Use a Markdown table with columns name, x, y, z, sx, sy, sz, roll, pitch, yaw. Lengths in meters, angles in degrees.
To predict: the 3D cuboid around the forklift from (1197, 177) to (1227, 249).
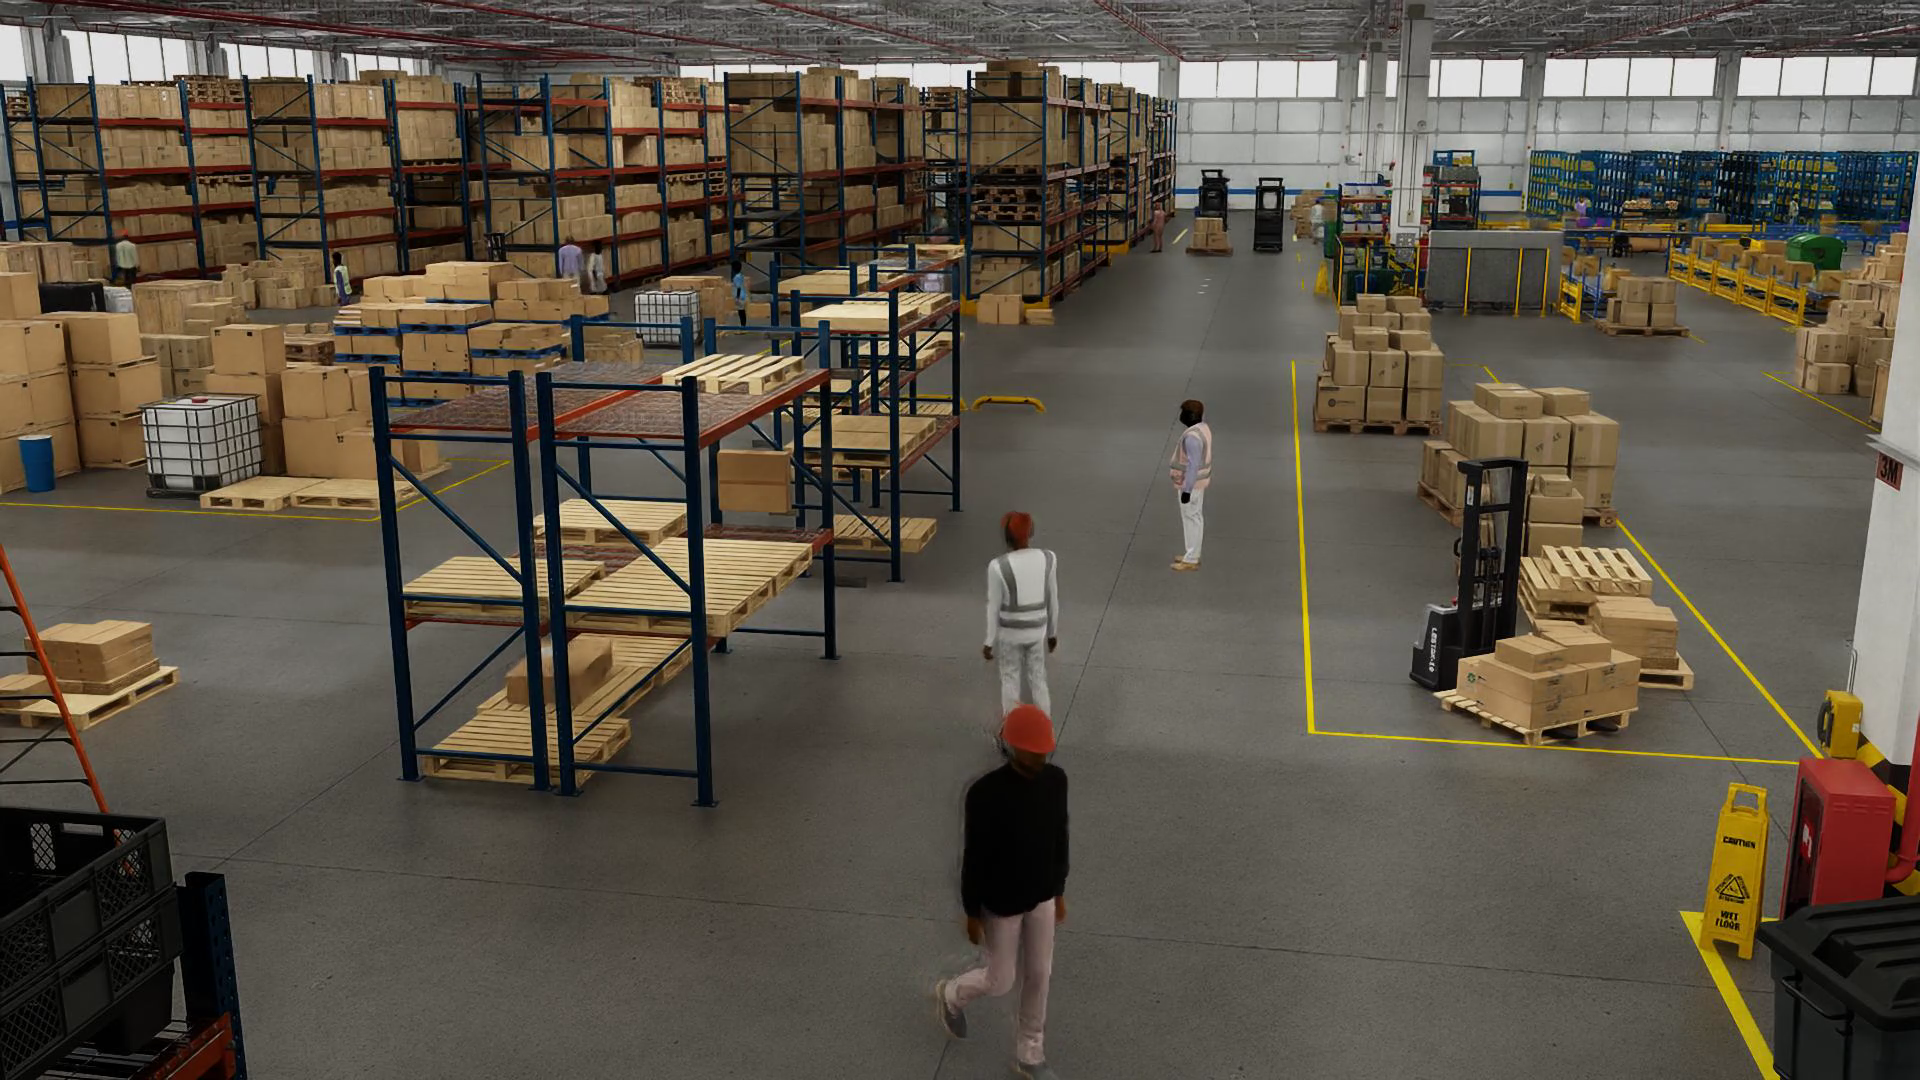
| name | x | y | z | sx | sy | sz | roll | pitch | yaw |
| --- | --- | --- | --- | --- | --- | --- | --- | --- | --- |
| forklift | 9.894 | -12.753 | 64.981 | 1.129 | 2.768 | 1.873 | 3 | 14 | 10 |

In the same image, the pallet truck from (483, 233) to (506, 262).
| name | x | y | z | sx | sy | sz | roll | pitch | yaw |
| --- | --- | --- | --- | --- | --- | --- | --- | --- | --- |
| pallet truck | -11.832 | -7.026 | 43.548 | 1.885 | 1.965 | 0.823 | 8 | 16 | 28 |

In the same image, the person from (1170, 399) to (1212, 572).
| name | x | y | z | sx | sy | sz | roll | pitch | yaw |
| --- | --- | --- | --- | --- | --- | --- | --- | --- | --- |
| person | 2.449 | -0.586 | 17.724 | 0.429 | 1.841 | 0.636 | 4 | 14 | 16 |

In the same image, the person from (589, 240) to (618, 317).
| name | x | y | z | sx | sy | sz | roll | pitch | yaw |
| --- | --- | --- | --- | --- | --- | --- | --- | --- | --- |
| person | -8.971 | -6.541 | 41.691 | 0.840 | 1.932 | 0.645 | 2 | 14 | 10 |

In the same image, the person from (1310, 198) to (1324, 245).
| name | x | y | z | sx | sy | sz | roll | pitch | yaw |
| --- | --- | --- | --- | --- | --- | --- | --- | --- | --- |
| person | 14.684 | -13.144 | 68.562 | 0.612 | 1.915 | 0.442 | -3 | 14 | -13 |

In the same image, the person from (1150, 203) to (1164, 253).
| name | x | y | z | sx | sy | sz | roll | pitch | yaw |
| --- | --- | --- | --- | --- | --- | --- | --- | --- | --- |
| person | 7.588 | -12.004 | 63.986 | 0.408 | 1.906 | 0.684 | 10 | 17 | 36 |

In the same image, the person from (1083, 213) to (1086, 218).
| name | x | y | z | sx | sy | sz | roll | pitch | yaw |
| --- | --- | --- | --- | --- | --- | --- | --- | --- | --- |
| person | 5.774 | -15.442 | 77.906 | 0.399 | 1.907 | 0.644 | -8 | 16 | -29 |

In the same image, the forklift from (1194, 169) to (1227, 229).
| name | x | y | z | sx | sy | sz | roll | pitch | yaw |
| --- | --- | --- | --- | --- | --- | --- | --- | --- | --- |
| forklift | 11.833 | -16.078 | 78.482 | 1.129 | 2.768 | 1.873 | -2 | 14 | -9 |

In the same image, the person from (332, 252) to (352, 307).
| name | x | y | z | sx | sy | sz | roll | pitch | yaw |
| --- | --- | --- | --- | --- | --- | --- | --- | --- | --- |
| person | -14.063 | -5.591 | 37.896 | 0.391 | 1.914 | 0.587 | -2 | 14 | -9 |

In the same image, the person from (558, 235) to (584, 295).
| name | x | y | z | sx | sy | sz | roll | pitch | yaw |
| --- | --- | --- | --- | --- | --- | --- | --- | --- | --- |
| person | -10.208 | -7.040 | 43.725 | 0.635 | 1.936 | 0.354 | -4 | 14 | -15 |

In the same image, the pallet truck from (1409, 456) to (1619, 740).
| name | x | y | z | sx | sy | sz | roll | pitch | yaw |
| --- | --- | --- | --- | --- | --- | --- | --- | --- | --- |
| pallet truck | 4.504 | 0.400 | 13.395 | 0.823 | 1.965 | 1.885 | -6 | 15 | -23 |

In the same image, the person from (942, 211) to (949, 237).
| name | x | y | z | sx | sy | sz | roll | pitch | yaw |
| --- | --- | --- | --- | --- | --- | --- | --- | --- | --- |
| person | -0.496 | -11.658 | 63.121 | 0.594 | 1.612 | 0.533 | 0 | 14 | 2 |

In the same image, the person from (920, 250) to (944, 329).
| name | x | y | z | sx | sy | sz | roll | pitch | yaw |
| --- | --- | --- | --- | --- | --- | --- | --- | --- | --- |
| person | -0.657 | -5.897 | 39.111 | 0.575 | 1.924 | 0.415 | -1 | 14 | -4 |

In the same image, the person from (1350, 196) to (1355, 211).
| name | x | y | z | sx | sy | sz | roll | pitch | yaw |
| --- | --- | --- | --- | --- | --- | --- | --- | --- | --- |
| person | 20.655 | -17.772 | 87.723 | 0.485 | 1.735 | 0.347 | -11 | 17 | -37 |

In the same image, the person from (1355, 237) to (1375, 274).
| name | x | y | z | sx | sy | sz | roll | pitch | yaw |
| --- | --- | --- | --- | --- | --- | --- | --- | --- | --- |
| person | 11.524 | -7.801 | 47.377 | 0.569 | 1.656 | 0.577 | 1 | 14 | 2 |

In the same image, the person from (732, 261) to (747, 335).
| name | x | y | z | sx | sy | sz | roll | pitch | yaw |
| --- | --- | --- | --- | --- | --- | --- | --- | --- | --- |
| person | -5.072 | -5.573 | 38.272 | 0.322 | 1.693 | 0.535 | 1 | 14 | 2 |

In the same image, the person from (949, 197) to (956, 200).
| name | x | y | z | sx | sy | sz | roll | pitch | yaw |
| --- | --- | --- | --- | --- | --- | --- | --- | --- | --- |
| person | -0.309 | -18.374 | 89.994 | 0.627 | 1.808 | 0.716 | -1 | 14 | -4 |

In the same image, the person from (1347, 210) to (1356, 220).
| name | x | y | z | sx | sy | sz | roll | pitch | yaw |
| --- | --- | --- | --- | --- | --- | --- | --- | --- | --- |
| person | 14.847 | -11.721 | 63.270 | 0.711 | 1.670 | 0.535 | -13 | 19 | -42 |

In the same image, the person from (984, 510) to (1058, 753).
| name | x | y | z | sx | sy | sz | roll | pitch | yaw |
| --- | --- | --- | --- | --- | --- | --- | --- | --- | --- |
| person | 0.459 | 0.698 | 12.429 | 0.584 | 1.880 | 0.357 | -7 | 15 | -26 |

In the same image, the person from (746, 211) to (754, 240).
| name | x | y | z | sx | sy | sz | roll | pitch | yaw |
| --- | --- | --- | --- | --- | --- | --- | --- | --- | --- |
| person | -8.969 | -13.738 | 71.354 | 0.543 | 1.711 | 0.895 | 2 | 14 | 9 |

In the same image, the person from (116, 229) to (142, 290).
| name | x | y | z | sx | sy | sz | roll | pitch | yaw |
| --- | --- | --- | --- | --- | --- | --- | --- | --- | --- |
| person | -22.787 | -7.534 | 45.629 | 0.611 | 1.982 | 0.424 | 4 | 14 | 14 |

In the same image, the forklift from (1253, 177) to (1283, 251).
| name | x | y | z | sx | sy | sz | roll | pitch | yaw |
| --- | --- | --- | --- | --- | --- | --- | --- | --- | --- |
| forklift | 12.083 | -12.747 | 64.956 | 1.129 | 2.768 | 1.873 | 3 | 14 | 10 |

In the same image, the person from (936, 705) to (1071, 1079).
| name | x | y | z | sx | sy | sz | roll | pitch | yaw |
| --- | --- | --- | --- | --- | --- | --- | --- | --- | --- |
| person | 0.224 | 1.707 | 8.164 | 0.615 | 1.972 | 0.672 | -10 | 17 | -35 |

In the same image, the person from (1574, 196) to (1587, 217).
| name | x | y | z | sx | sy | sz | roll | pitch | yaw |
| --- | --- | --- | --- | --- | --- | --- | --- | --- | --- |
| person | 26.915 | -14.015 | 72.234 | 0.564 | 1.846 | 0.390 | -3 | 14 | -11 |

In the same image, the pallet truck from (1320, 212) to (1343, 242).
| name | x | y | z | sx | sy | sz | roll | pitch | yaw |
| --- | --- | --- | --- | --- | --- | --- | --- | --- | --- |
| pallet truck | 15.874 | -13.227 | 70.310 | 0.680 | 1.201 | 1.601 | 10 | 17 | 35 |

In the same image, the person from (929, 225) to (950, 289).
| name | x | y | z | sx | sy | sz | roll | pitch | yaw |
| --- | --- | --- | --- | --- | --- | --- | --- | --- | --- |
| person | -0.583 | -8.287 | 48.872 | 0.668 | 1.893 | 0.488 | 4 | 14 | 16 |

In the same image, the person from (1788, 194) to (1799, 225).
| name | x | y | z | sx | sy | sz | roll | pitch | yaw |
| --- | --- | --- | --- | --- | --- | --- | --- | --- | --- |
| person | 37.364 | -14.580 | 74.551 | 0.404 | 1.836 | 0.590 | 11 | 17 | 37 |

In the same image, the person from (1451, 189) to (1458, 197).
| name | x | y | z | sx | sy | sz | roll | pitch | yaw |
| --- | --- | --- | --- | --- | --- | --- | --- | --- | --- |
| person | 23.738 | -15.978 | 80.163 | 0.646 | 1.875 | 0.827 | -9 | 17 | -33 |
